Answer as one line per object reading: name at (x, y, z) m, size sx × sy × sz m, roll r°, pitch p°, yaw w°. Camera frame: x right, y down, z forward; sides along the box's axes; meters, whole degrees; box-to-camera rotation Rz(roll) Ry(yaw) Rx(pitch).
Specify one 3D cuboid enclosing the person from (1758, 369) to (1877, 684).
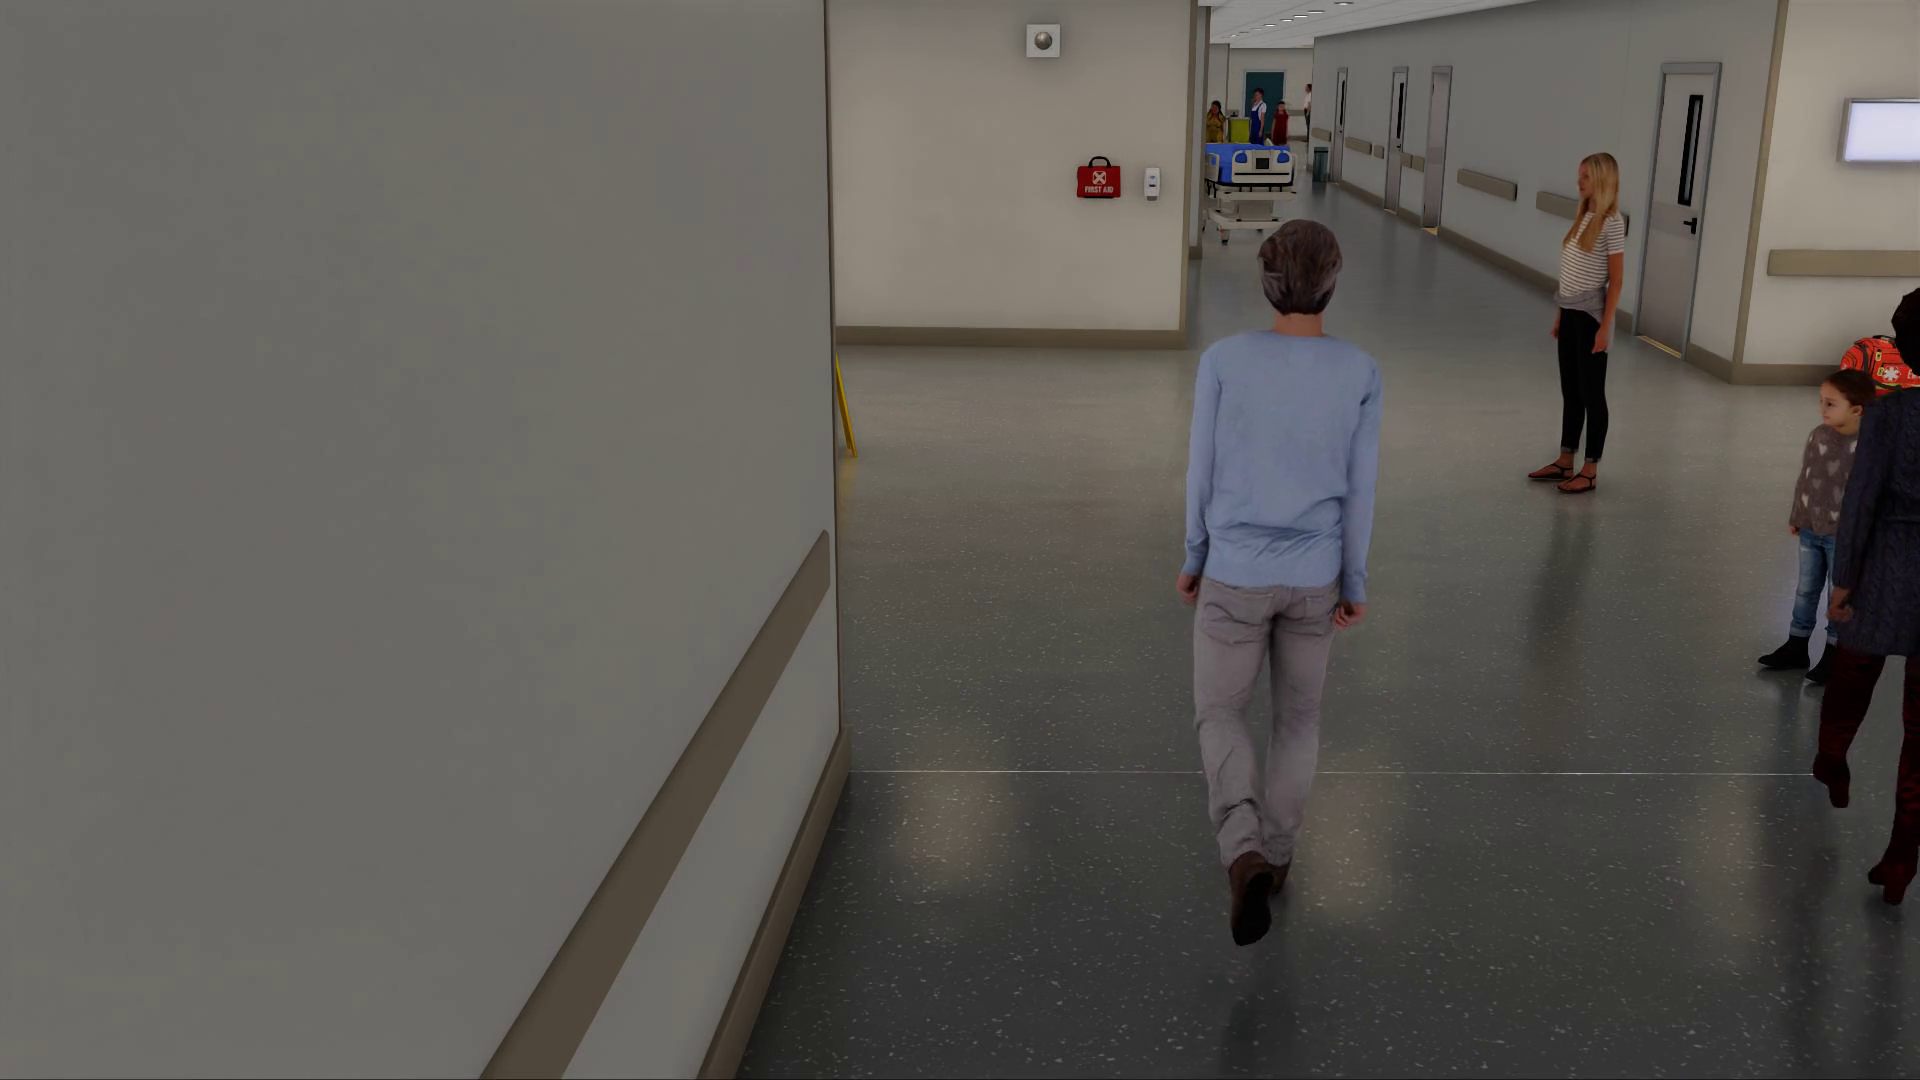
person at (3.295, -0.061, 6.272) m, size 0.583 × 1.193 × 0.551 m, roll -7°, pitch 17°, yaw -24°

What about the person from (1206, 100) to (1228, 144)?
person at (5.367, -8.486, 35.297) m, size 0.737 × 1.659 × 0.934 m, roll 0°, pitch 16°, yaw -1°

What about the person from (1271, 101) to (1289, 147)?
person at (7.744, -9.814, 40.269) m, size 1.055 × 1.509 × 0.683 m, roll 3°, pitch 16°, yaw 11°

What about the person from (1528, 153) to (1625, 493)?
person at (3.440, -1.187, 9.101) m, size 0.620 × 1.824 × 0.664 m, roll -3°, pitch 16°, yaw -10°

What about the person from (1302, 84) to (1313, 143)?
person at (11.441, -13.998, 54.491) m, size 0.605 × 1.853 × 0.697 m, roll 4°, pitch 16°, yaw 13°

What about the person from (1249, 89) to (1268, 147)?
person at (7.002, -9.660, 39.109) m, size 0.741 × 1.850 × 0.720 m, roll -8°, pitch 18°, yaw -26°

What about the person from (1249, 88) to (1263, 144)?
person at (9.530, -13.674, 53.600) m, size 0.616 × 1.713 × 0.718 m, roll -5°, pitch 16°, yaw -16°

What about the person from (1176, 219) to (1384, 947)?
person at (0.809, 0.139, 4.307) m, size 1.011 × 1.873 × 0.709 m, roll 2°, pitch 16°, yaw 7°

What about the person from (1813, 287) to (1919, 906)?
person at (2.626, 0.178, 4.530) m, size 1.034 × 1.677 × 0.832 m, roll 6°, pitch 17°, yaw 20°
